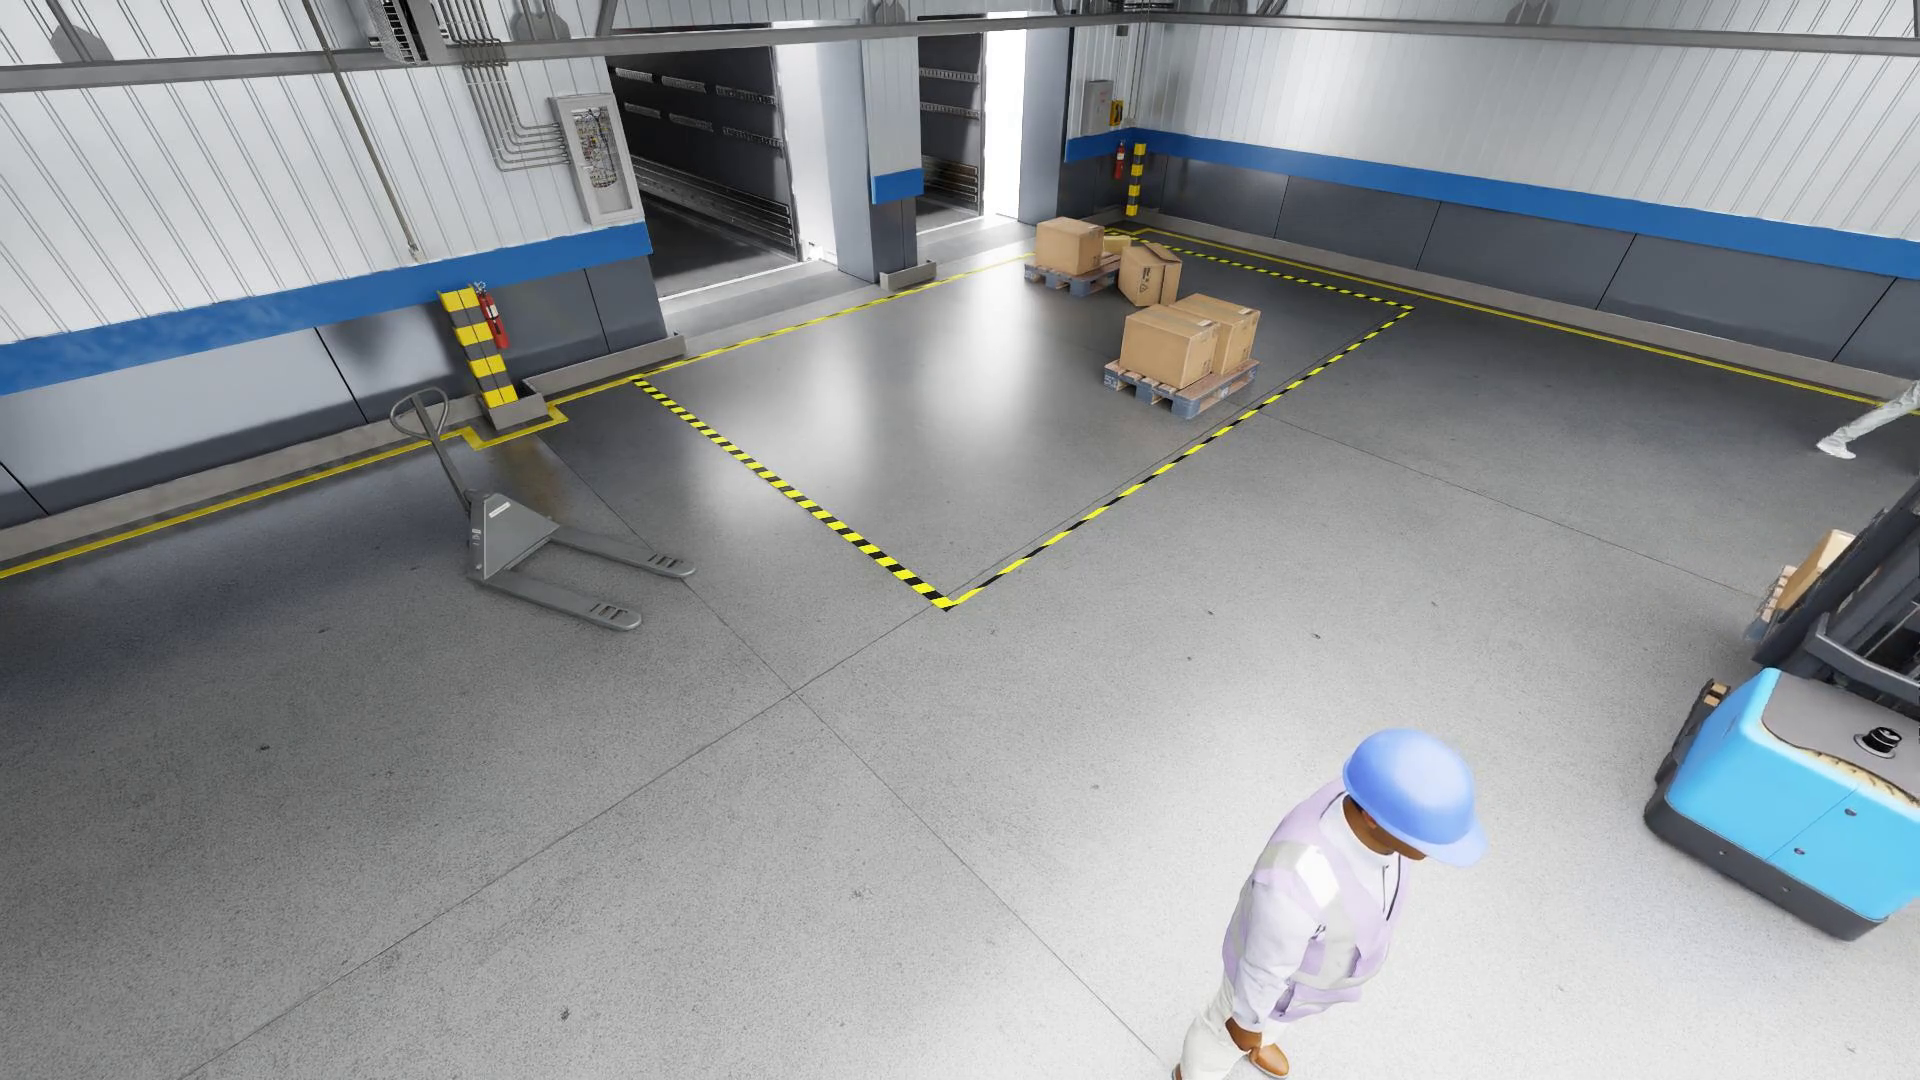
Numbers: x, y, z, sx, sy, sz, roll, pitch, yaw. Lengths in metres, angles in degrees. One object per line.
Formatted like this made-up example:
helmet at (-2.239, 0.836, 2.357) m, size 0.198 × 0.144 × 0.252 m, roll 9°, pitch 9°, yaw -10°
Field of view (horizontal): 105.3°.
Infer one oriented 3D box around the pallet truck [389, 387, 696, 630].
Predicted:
pallet truck at (-2.613, -0.247, 4.593) m, size 1.601 × 1.201 × 0.680 m, roll 14°, pitch 40°, yaw 17°

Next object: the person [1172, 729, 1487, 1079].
person at (0.975, 1.201, 2.140) m, size 0.603 × 1.948 × 0.386 m, roll -28°, pitch 46°, yaw -31°

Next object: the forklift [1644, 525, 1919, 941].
forklift at (3.782, 0.576, 2.873) m, size 0.776 × 2.013 × 0.716 m, roll -27°, pitch 45°, yaw -30°

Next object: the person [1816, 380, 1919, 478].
person at (7.591, -1.240, 5.503) m, size 0.889 × 1.686 × 0.491 m, roll 22°, pitch 43°, yaw 26°
